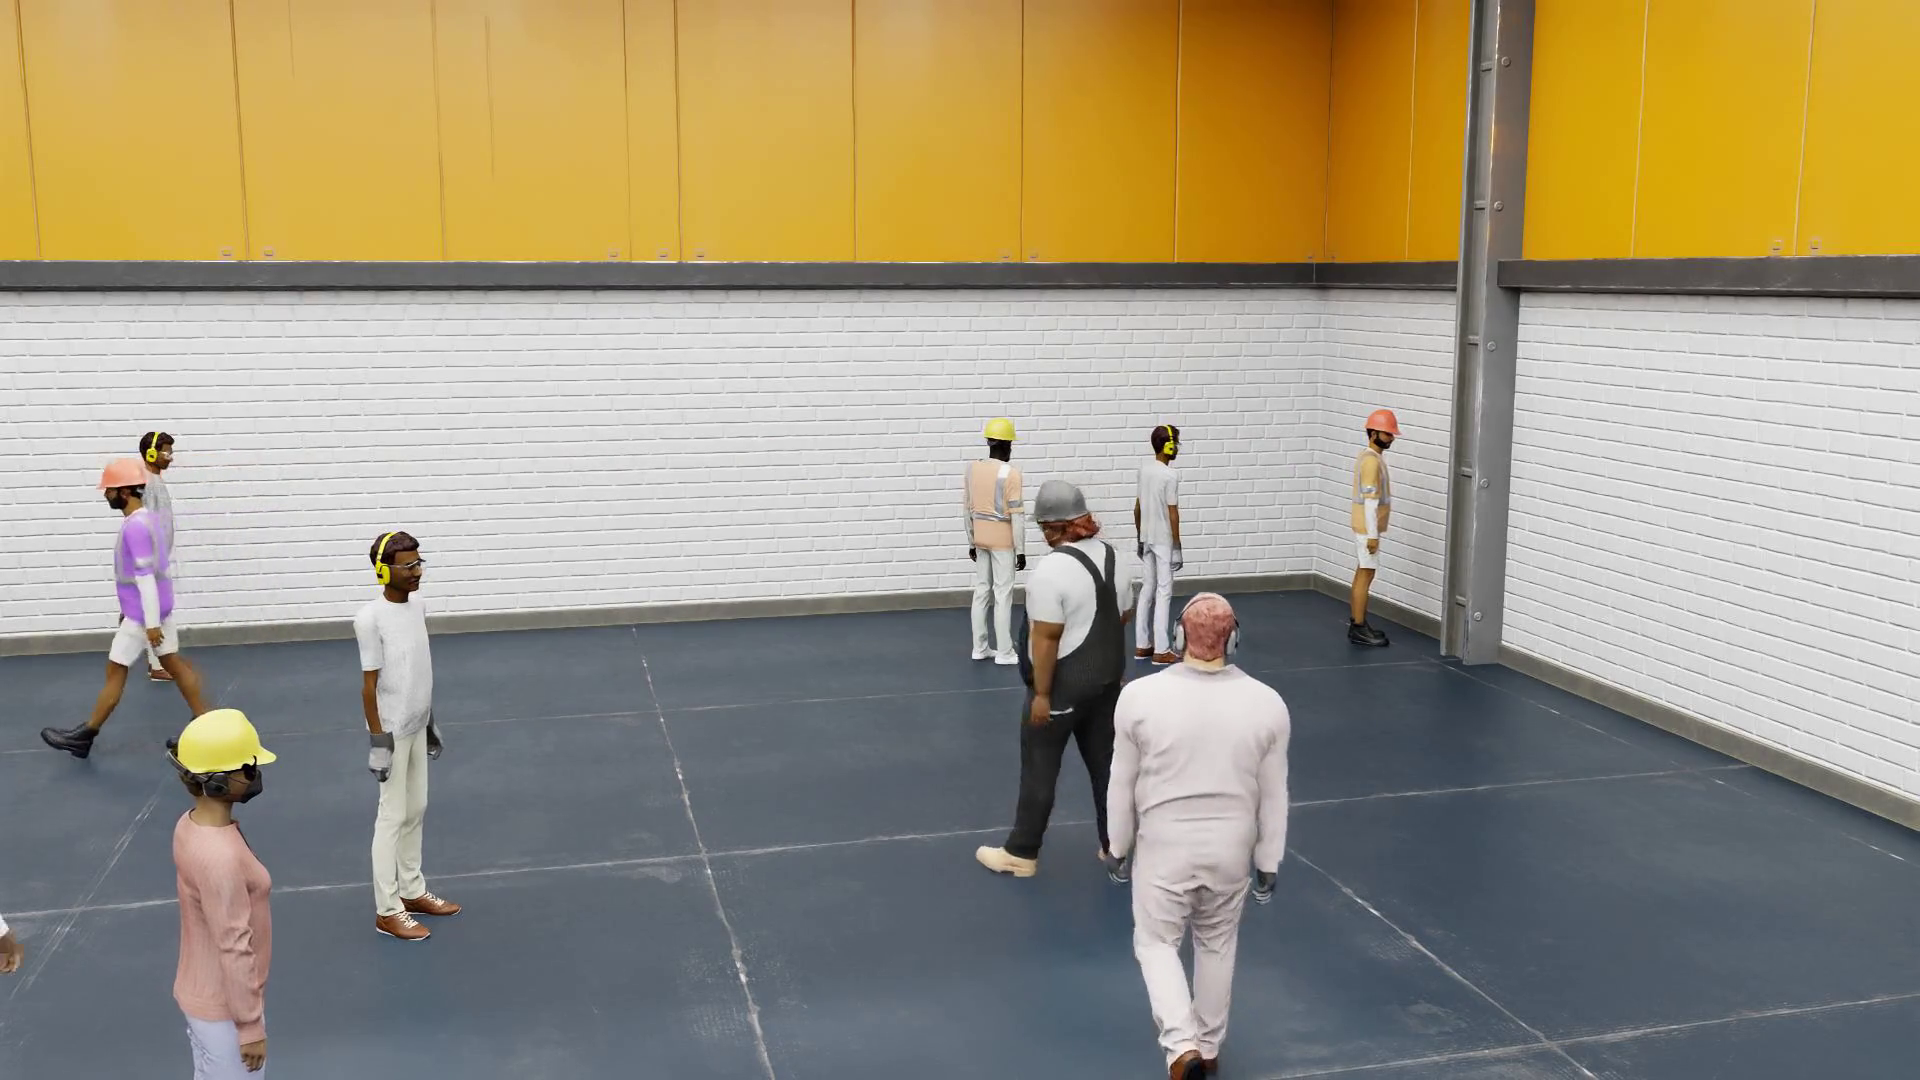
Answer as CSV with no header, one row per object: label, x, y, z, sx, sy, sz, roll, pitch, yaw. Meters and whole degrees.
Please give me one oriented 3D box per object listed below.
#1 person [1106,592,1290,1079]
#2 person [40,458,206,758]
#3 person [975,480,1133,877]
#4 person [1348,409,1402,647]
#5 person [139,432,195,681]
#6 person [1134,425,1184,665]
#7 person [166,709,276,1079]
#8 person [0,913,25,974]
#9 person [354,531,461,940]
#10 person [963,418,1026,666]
person,0.869,1.129,6.074,0.655,1.882,0.742,-1,9,-5
person,-5.230,0.429,10.434,1.017,1.878,0.560,-2,9,-14
person,0.521,0.680,8.379,0.613,2.000,0.774,8,12,43
person,3.389,-0.105,13.616,0.381,1.931,0.548,2,9,11
person,-5.979,0.119,12.442,0.328,1.861,0.520,-5,10,-26
person,1.557,0.034,12.955,0.309,1.864,0.535,-5,10,-29
person,-2.157,1.367,4.948,0.312,1.768,0.530,-6,11,-34
person,-3.257,1.293,5.194,1.020,1.823,0.568,-1,9,-6
person,-2.548,0.882,7.649,0.323,1.871,0.530,2,9,10
person,0.292,0.012,12.900,0.374,1.923,0.595,-9,13,-44
